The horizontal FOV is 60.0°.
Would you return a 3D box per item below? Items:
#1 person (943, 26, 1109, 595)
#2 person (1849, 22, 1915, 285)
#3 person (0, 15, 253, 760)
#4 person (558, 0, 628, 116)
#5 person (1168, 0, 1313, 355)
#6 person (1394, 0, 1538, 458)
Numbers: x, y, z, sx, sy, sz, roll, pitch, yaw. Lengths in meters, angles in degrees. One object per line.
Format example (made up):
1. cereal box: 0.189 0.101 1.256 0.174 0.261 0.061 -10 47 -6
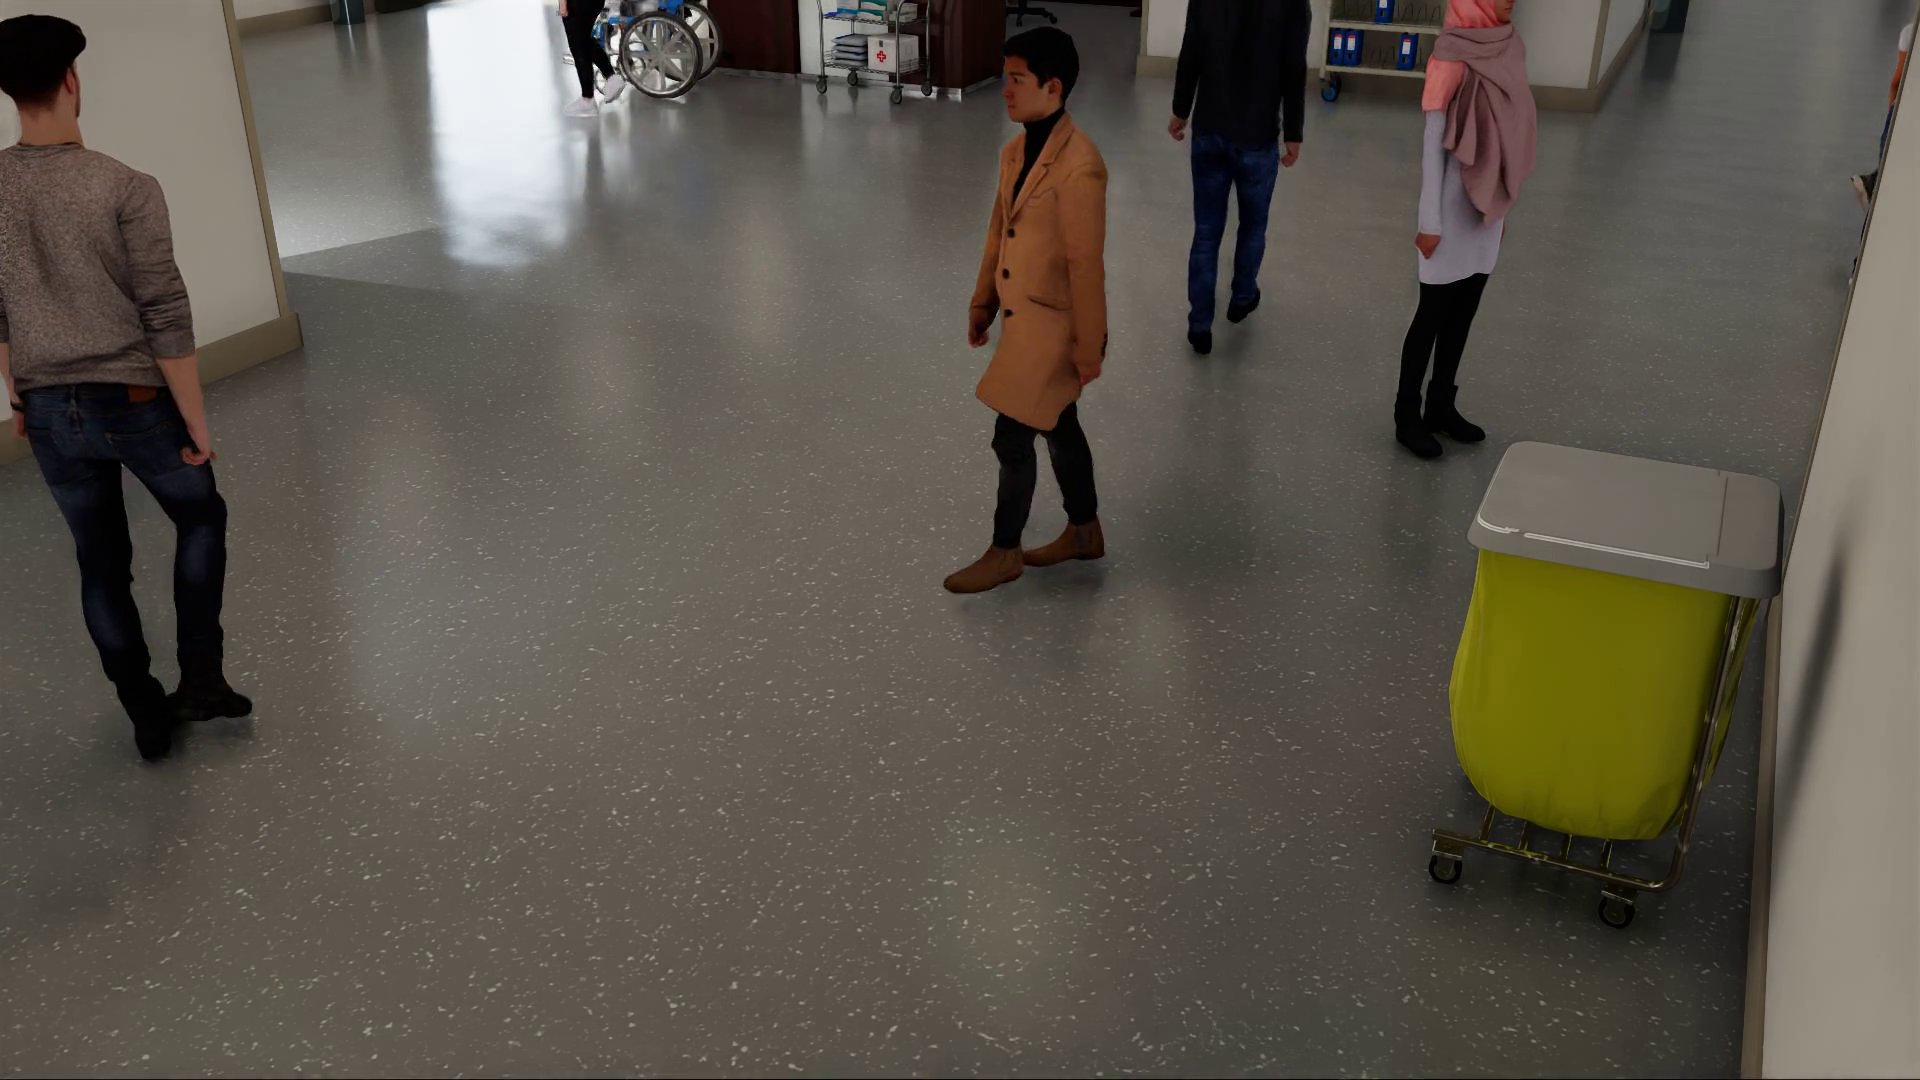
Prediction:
1. person: 0.348 -0.681 5.089 0.987 1.708 0.928 -9 27 -17
2. person: 4.619 -1.983 8.002 0.692 1.564 0.616 -13 29 -25
3. person: -2.146 -0.281 4.099 0.778 1.890 0.871 -3 26 -6
4. person: -2.623 -3.836 11.783 0.740 1.618 0.681 7 27 14
5. person: 1.165 -1.698 7.090 0.976 1.844 0.917 5 26 11
6. person: 1.846 -1.206 6.121 0.735 1.799 0.751 -18 31 -32
